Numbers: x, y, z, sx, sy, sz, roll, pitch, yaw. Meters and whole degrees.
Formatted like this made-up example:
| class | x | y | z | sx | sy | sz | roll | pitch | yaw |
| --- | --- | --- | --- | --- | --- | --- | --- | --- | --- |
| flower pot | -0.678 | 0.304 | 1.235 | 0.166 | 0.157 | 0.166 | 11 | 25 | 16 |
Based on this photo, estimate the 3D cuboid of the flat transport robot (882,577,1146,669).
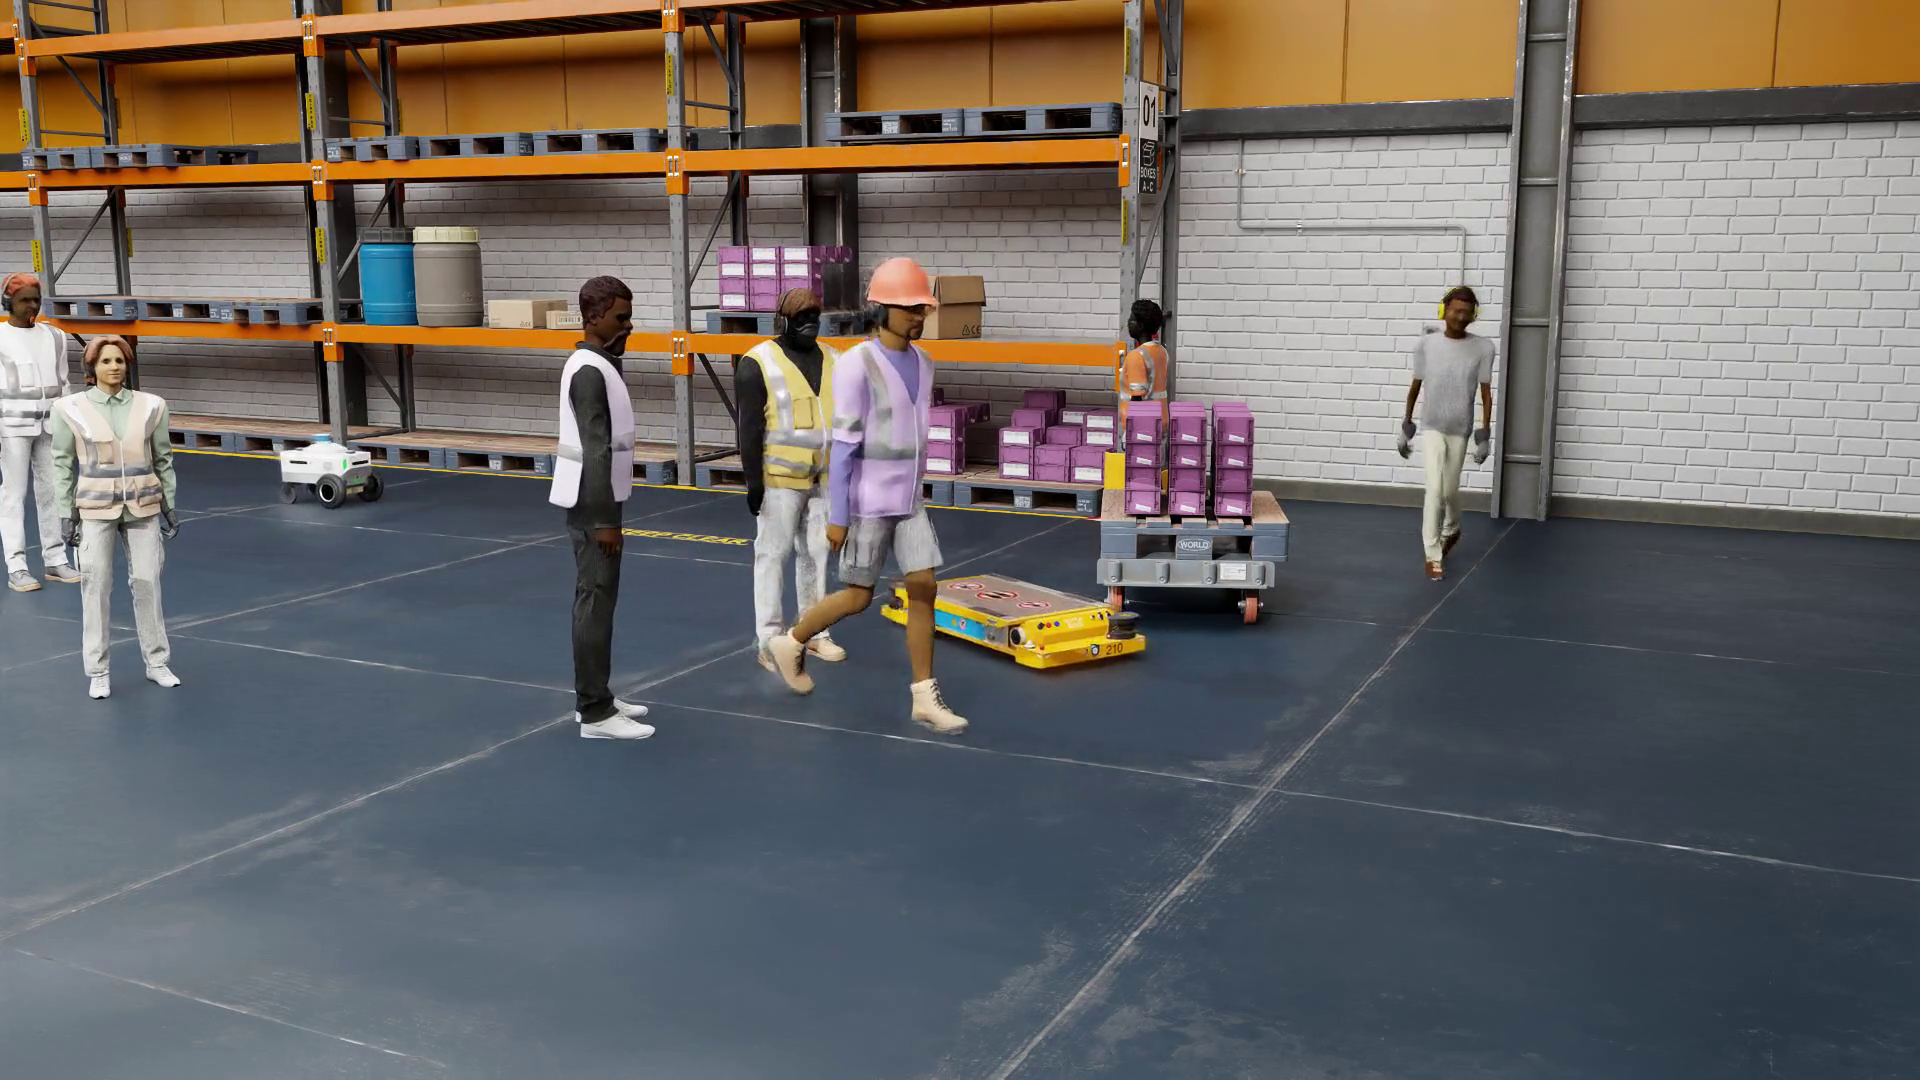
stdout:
| class | x | y | z | sx | sy | sz | roll | pitch | yaw |
| --- | --- | --- | --- | --- | --- | --- | --- | --- | --- |
| flat transport robot | 0.248 | 0.392 | 8.630 | 0.652 | 0.197 | 1.431 | -7 | 12 | -34 |

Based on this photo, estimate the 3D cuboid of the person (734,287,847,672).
| class | x | y | z | sx | sy | sz | roll | pitch | yaw |
| --- | --- | --- | --- | --- | --- | --- | --- | --- | --- |
| person | -0.775 | -0.295 | 8.069 | 0.626 | 1.843 | 0.430 | -8 | 13 | -40 |

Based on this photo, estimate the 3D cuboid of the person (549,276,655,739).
| class | x | y | z | sx | sy | sz | roll | pitch | yaw |
| --- | --- | --- | --- | --- | --- | --- | --- | --- | --- |
| person | -1.511 | -0.133 | 6.941 | 0.392 | 1.914 | 0.587 | -2 | 10 | -13 |

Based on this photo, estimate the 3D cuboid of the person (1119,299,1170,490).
| class | x | y | z | sx | sy | sz | roll | pitch | yaw |
| --- | --- | --- | --- | --- | --- | --- | --- | --- | --- |
| person | 1.216 | -0.742 | 11.037 | 0.318 | 1.699 | 0.533 | 5 | 11 | 25 |

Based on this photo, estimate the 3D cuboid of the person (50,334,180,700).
| class | x | y | z | sx | sy | sz | roll | pitch | yaw |
| --- | --- | --- | --- | --- | --- | --- | --- | --- | --- |
| person | -3.839 | -0.112 | 7.588 | 0.516 | 1.645 | 0.308 | -9 | 13 | -40 |

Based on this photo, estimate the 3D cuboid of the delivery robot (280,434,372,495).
| class | x | y | z | sx | sy | sz | roll | pitch | yaw |
| --- | --- | --- | --- | --- | --- | --- | --- | --- | --- |
| delivery robot | -5.051 | -0.603 | 13.244 | 0.707 | 0.478 | 0.477 | 4 | 11 | 22 |

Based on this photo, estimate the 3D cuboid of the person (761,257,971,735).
| class | x | y | z | sx | sy | sz | roll | pitch | yaw |
| --- | --- | --- | --- | --- | --- | --- | --- | --- | --- |
| person | -0.400 | -0.194 | 7.065 | 0.949 | 2.007 | 0.613 | 7 | 12 | 35 |

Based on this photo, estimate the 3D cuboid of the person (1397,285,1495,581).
| class | x | y | z | sx | sy | sz | roll | pitch | yaw |
| --- | --- | --- | --- | --- | --- | --- | --- | --- | --- |
| person | 3.064 | -0.700 | 10.497 | 0.560 | 1.822 | 0.900 | 2 | 10 | 12 |

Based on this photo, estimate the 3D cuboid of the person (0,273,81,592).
| class | x | y | z | sx | sy | sz | roll | pitch | yaw |
| --- | --- | --- | --- | --- | --- | --- | --- | --- | --- |
| person | -5.562 | -0.646 | 9.962 | 0.356 | 1.884 | 0.572 | 5 | 11 | 27 |
